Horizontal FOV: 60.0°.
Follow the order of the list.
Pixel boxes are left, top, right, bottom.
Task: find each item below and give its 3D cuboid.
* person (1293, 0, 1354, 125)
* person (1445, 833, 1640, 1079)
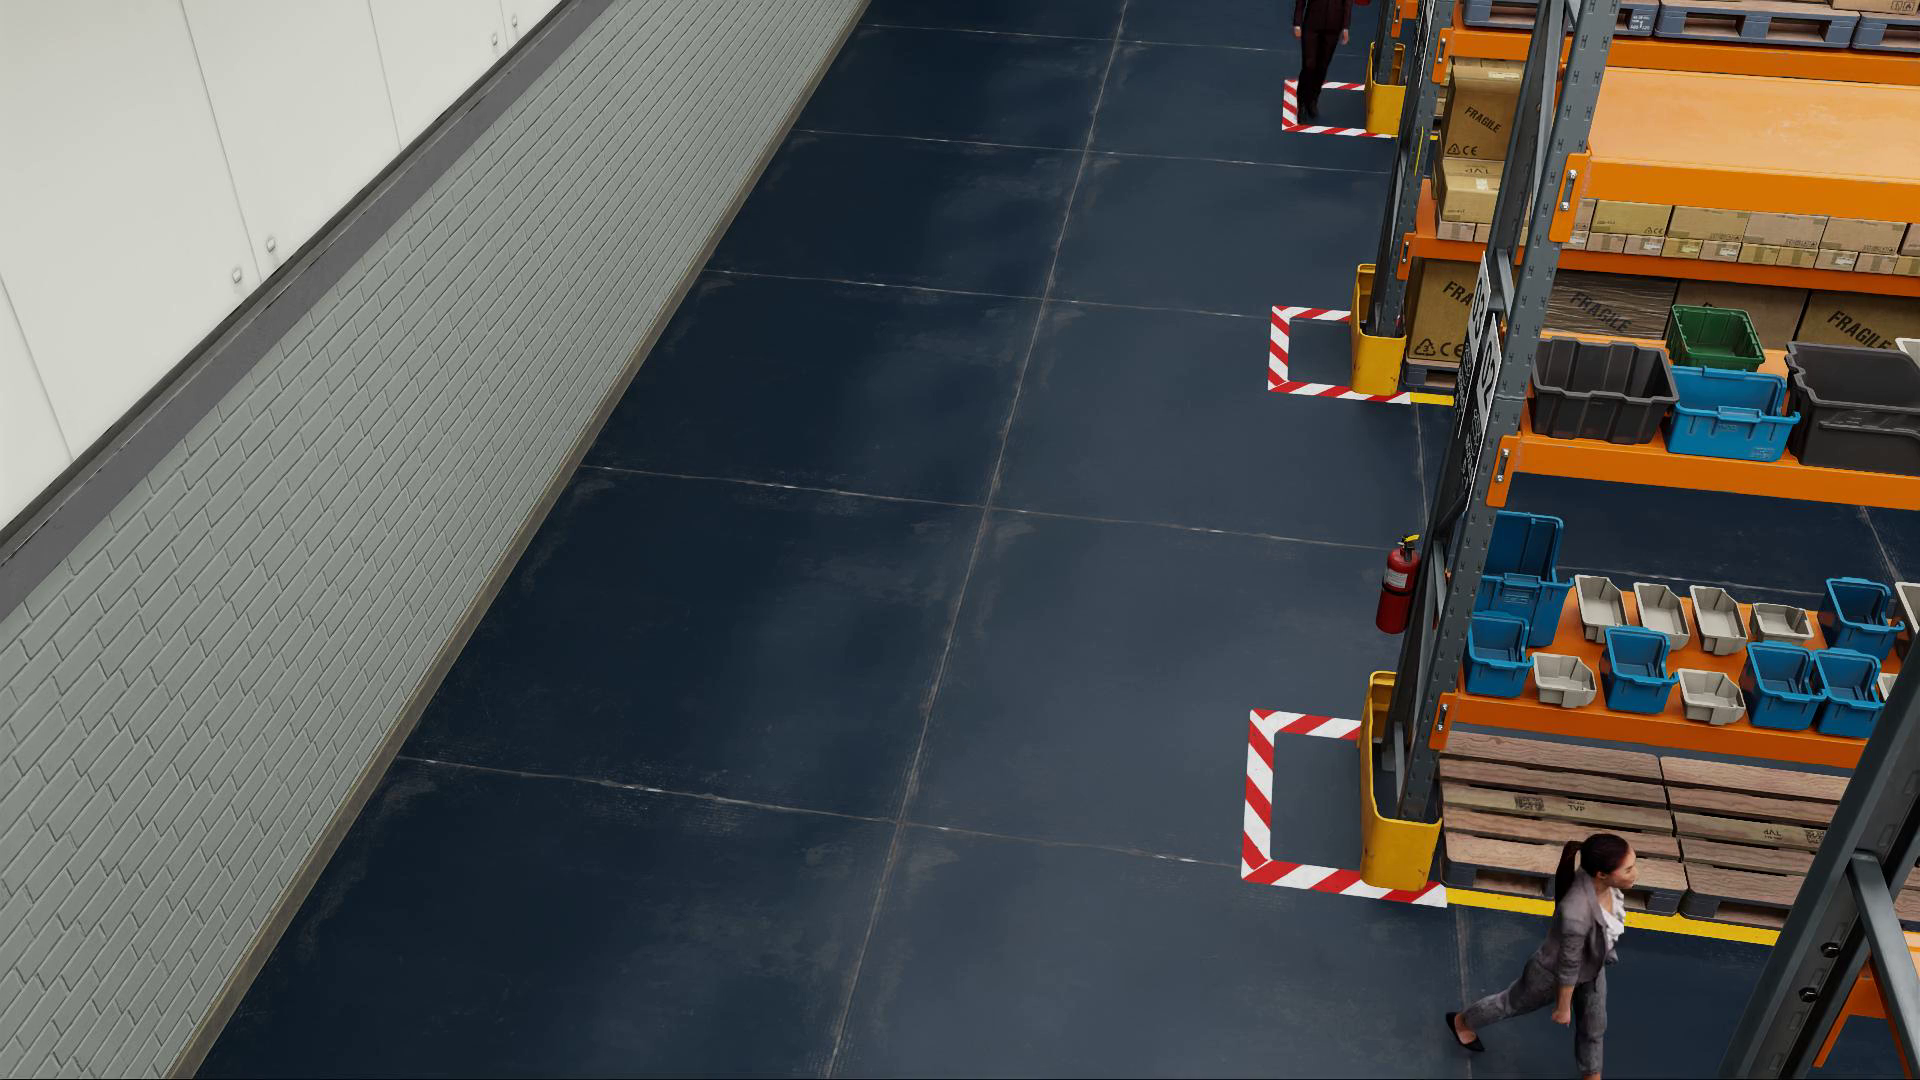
[{"bbox_3d":[3.557,-5.101,16.424,0.716,1.846,0.818,-1,37,-2],"label":"person"},{"bbox_3d":[2.602,1.885,7.410,1.203,1.632,0.965,24,43,28],"label":"person"}]
